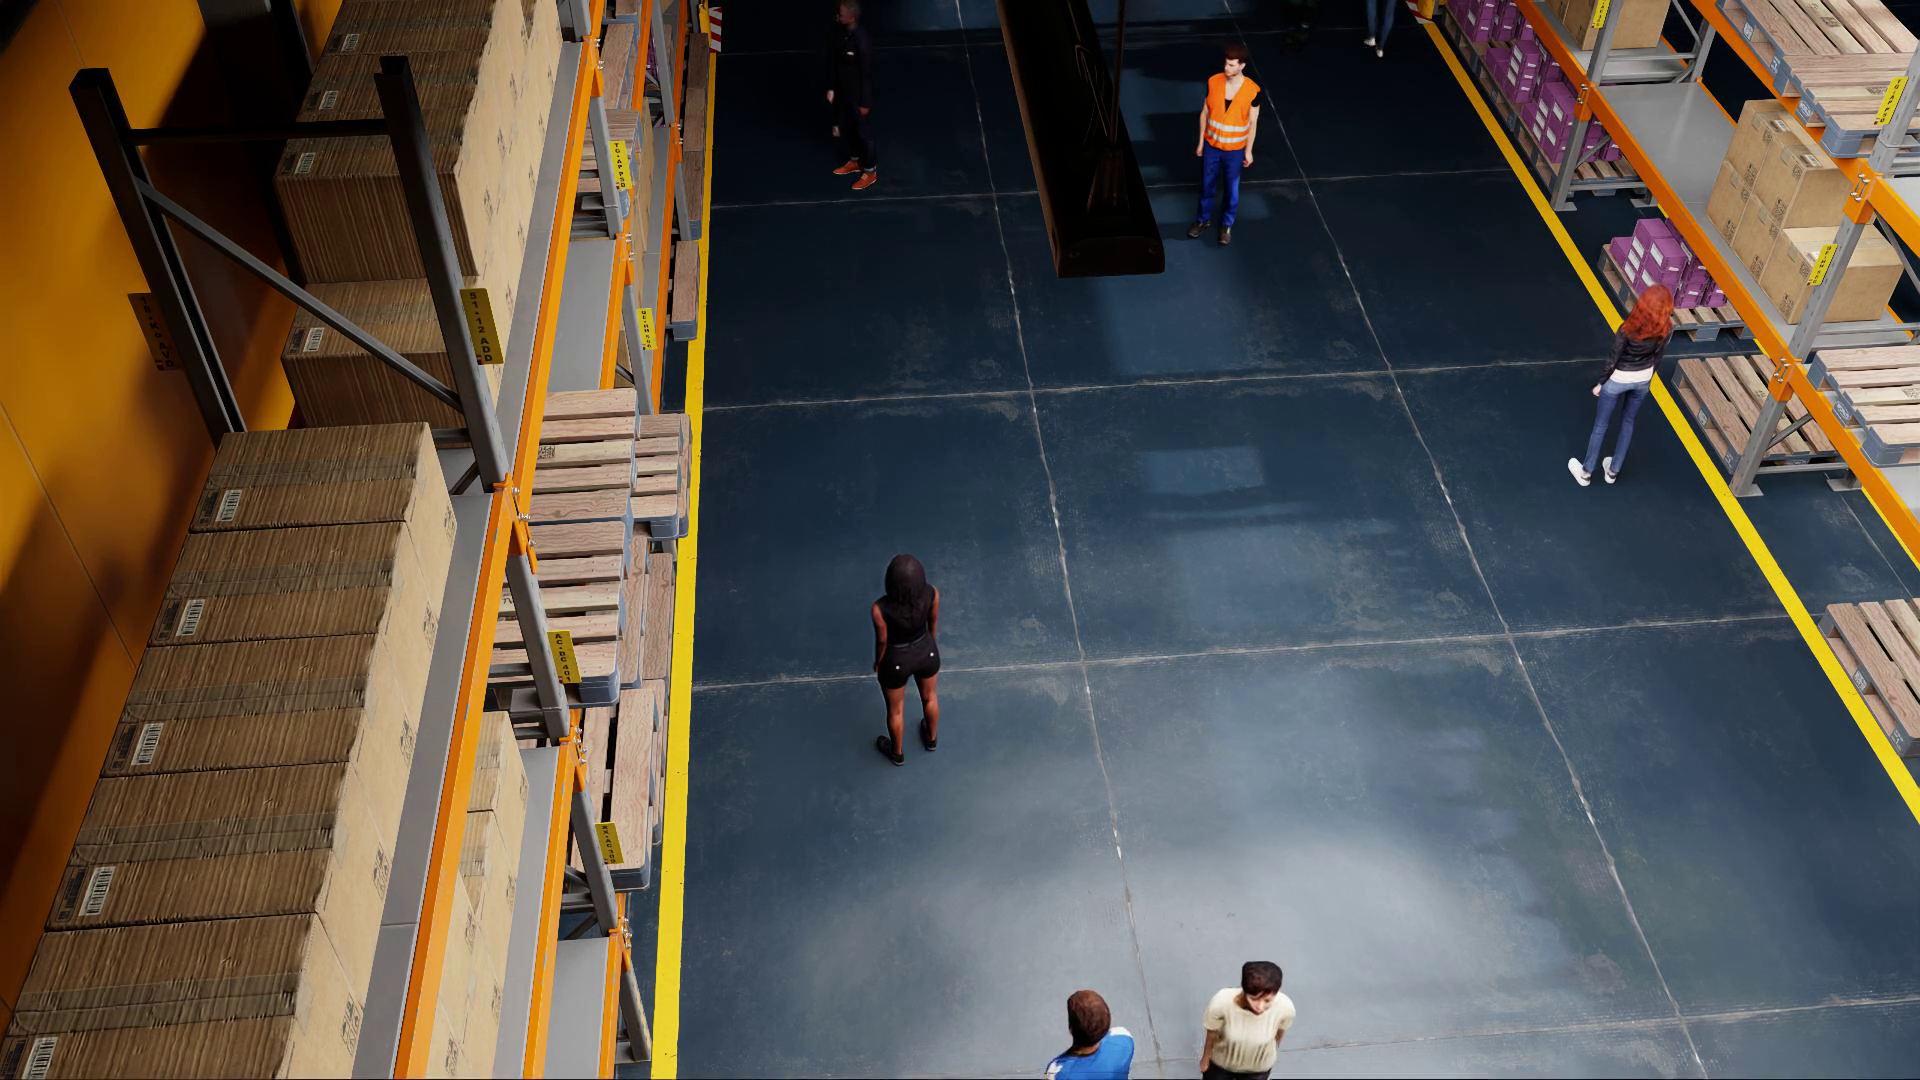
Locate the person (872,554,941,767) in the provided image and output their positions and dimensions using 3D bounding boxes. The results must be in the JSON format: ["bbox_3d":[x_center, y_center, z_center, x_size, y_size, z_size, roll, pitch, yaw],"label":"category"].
[{"bbox_3d":[-0.323,0.731,10.282,0.662,1.741,0.648,-20,47,-20],"label":"person"}]

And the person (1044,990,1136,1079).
[{"bbox_3d":[0.640,2.829,8.002,0.816,1.849,0.888,-23,48,-23],"label":"person"}]

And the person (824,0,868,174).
[{"bbox_3d":[-1.083,-4.288,15.593,0.861,1.683,1.125,-19,47,-19],"label":"person"}]

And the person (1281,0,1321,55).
[{"bbox_3d":[3.677,-5.959,17.250,0.771,1.816,0.789,13,45,14],"label":"person"}]

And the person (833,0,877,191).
[{"bbox_3d":[-0.956,-4.130,15.329,0.841,1.817,0.717,-25,49,-24],"label":"person"}]

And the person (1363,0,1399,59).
[{"bbox_3d":[4.443,-5.792,17.145,0.623,1.719,0.625,1,44,1],"label":"person"}]

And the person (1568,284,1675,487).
[{"bbox_3d":[4.884,-1.132,12.203,0.566,1.789,0.541,-2,44,-2],"label":"person"}]

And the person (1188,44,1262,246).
[{"bbox_3d":[2.341,-3.503,14.625,0.787,1.881,0.805,18,46,18],"label":"person"}]

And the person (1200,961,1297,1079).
[{"bbox_3d":[1.416,2.577,8.465,0.686,1.575,0.852,4,44,4],"label":"person"}]
